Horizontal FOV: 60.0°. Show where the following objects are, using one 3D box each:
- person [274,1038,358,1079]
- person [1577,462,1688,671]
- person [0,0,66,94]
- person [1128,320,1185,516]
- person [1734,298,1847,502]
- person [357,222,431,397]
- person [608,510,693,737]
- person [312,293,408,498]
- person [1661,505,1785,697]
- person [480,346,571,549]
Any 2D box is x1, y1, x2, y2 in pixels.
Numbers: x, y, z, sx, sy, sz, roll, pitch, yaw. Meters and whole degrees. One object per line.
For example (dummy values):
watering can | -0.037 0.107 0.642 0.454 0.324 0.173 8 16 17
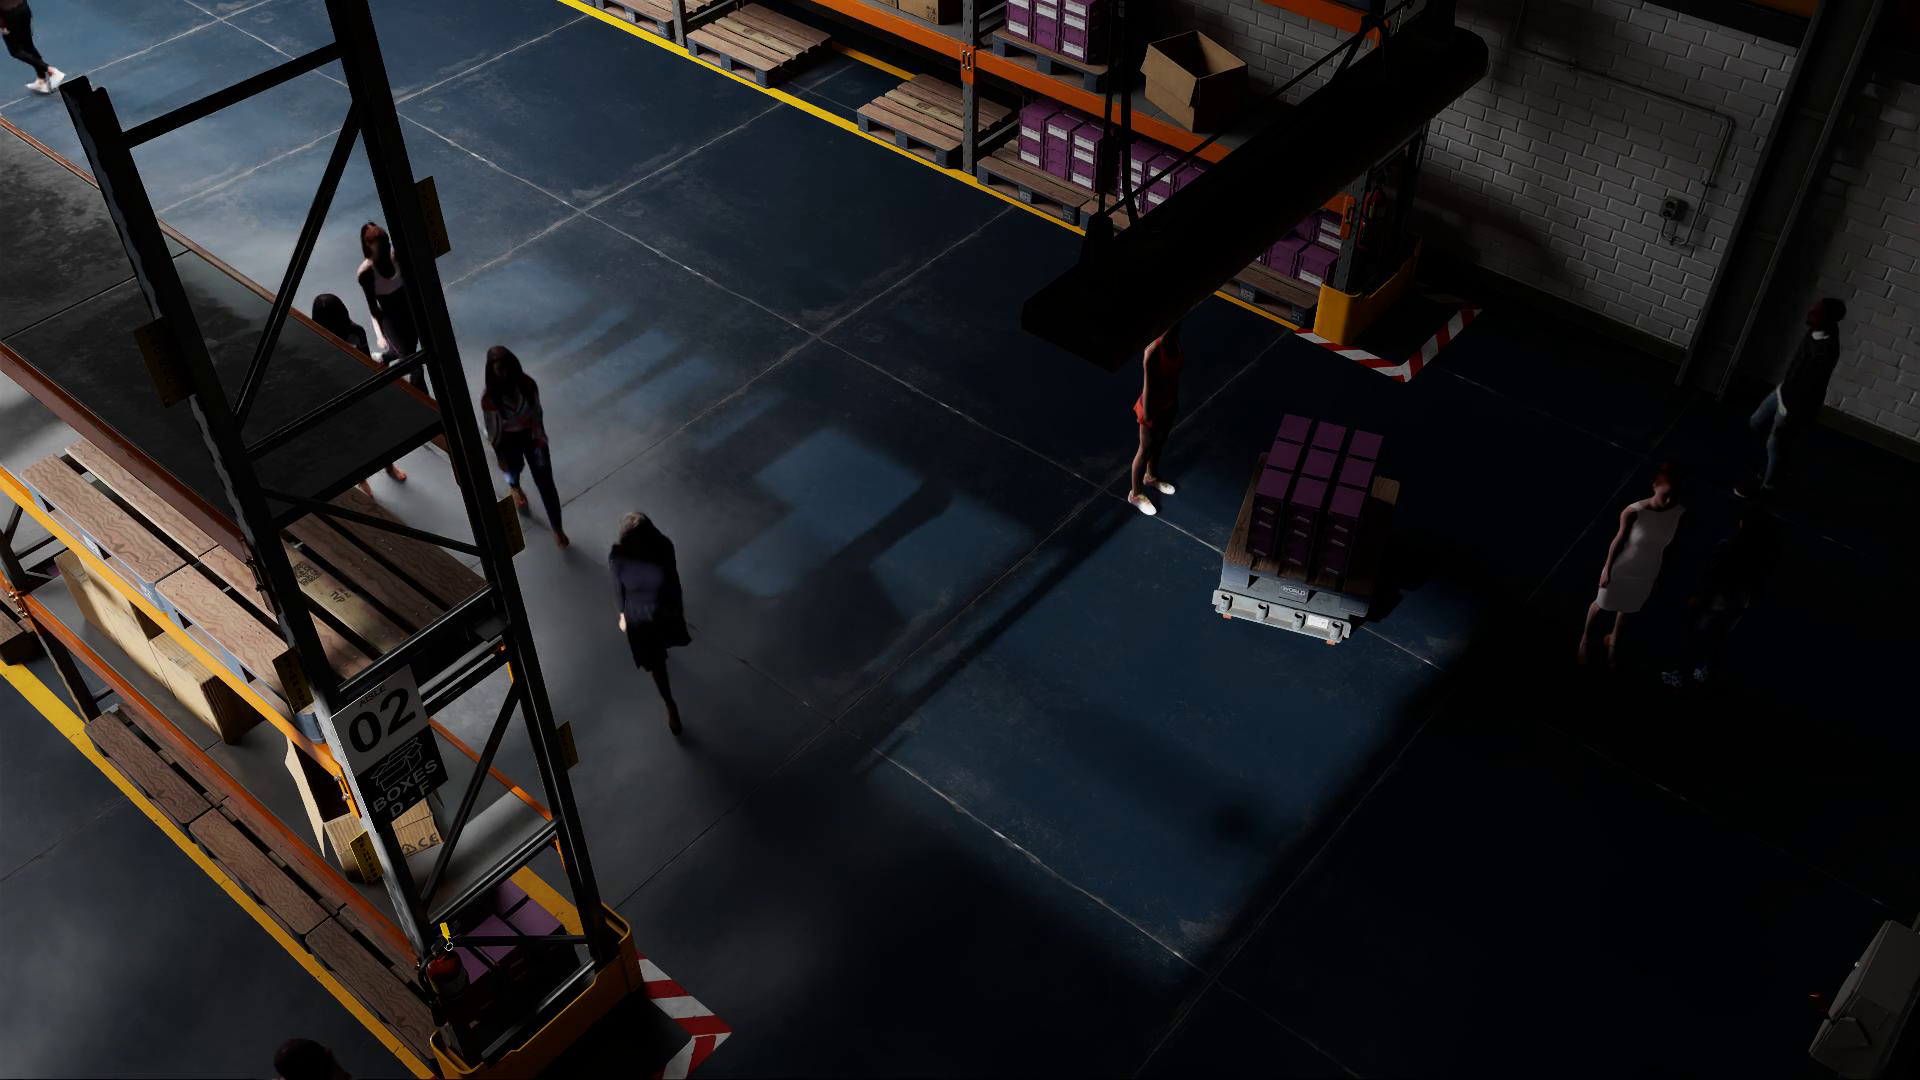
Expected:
person | -3.080 2.905 7.894 1.115 1.780 1.008 5 44 5
person | 4.339 0.191 10.734 0.618 1.792 0.700 2 44 2
person | -9.286 -5.173 16.439 0.896 1.690 0.806 8 44 8
person | 1.429 -0.979 11.990 0.569 1.753 0.574 26 49 24
person | 6.111 -0.973 11.946 0.829 1.804 0.797 14 45 15
person | -4.369 -1.689 12.757 1.108 1.723 0.663 25 49 24
person | -1.968 0.421 10.547 0.902 1.717 1.141 -16 46 -16
person | -4.433 -1.085 12.135 0.615 1.707 0.561 -33 53 -30
person | 4.881 0.394 10.655 0.686 1.606 0.753 -2 44 -2
person | -3.184 -0.745 11.877 0.854 1.570 1.171 -23 48 -22
